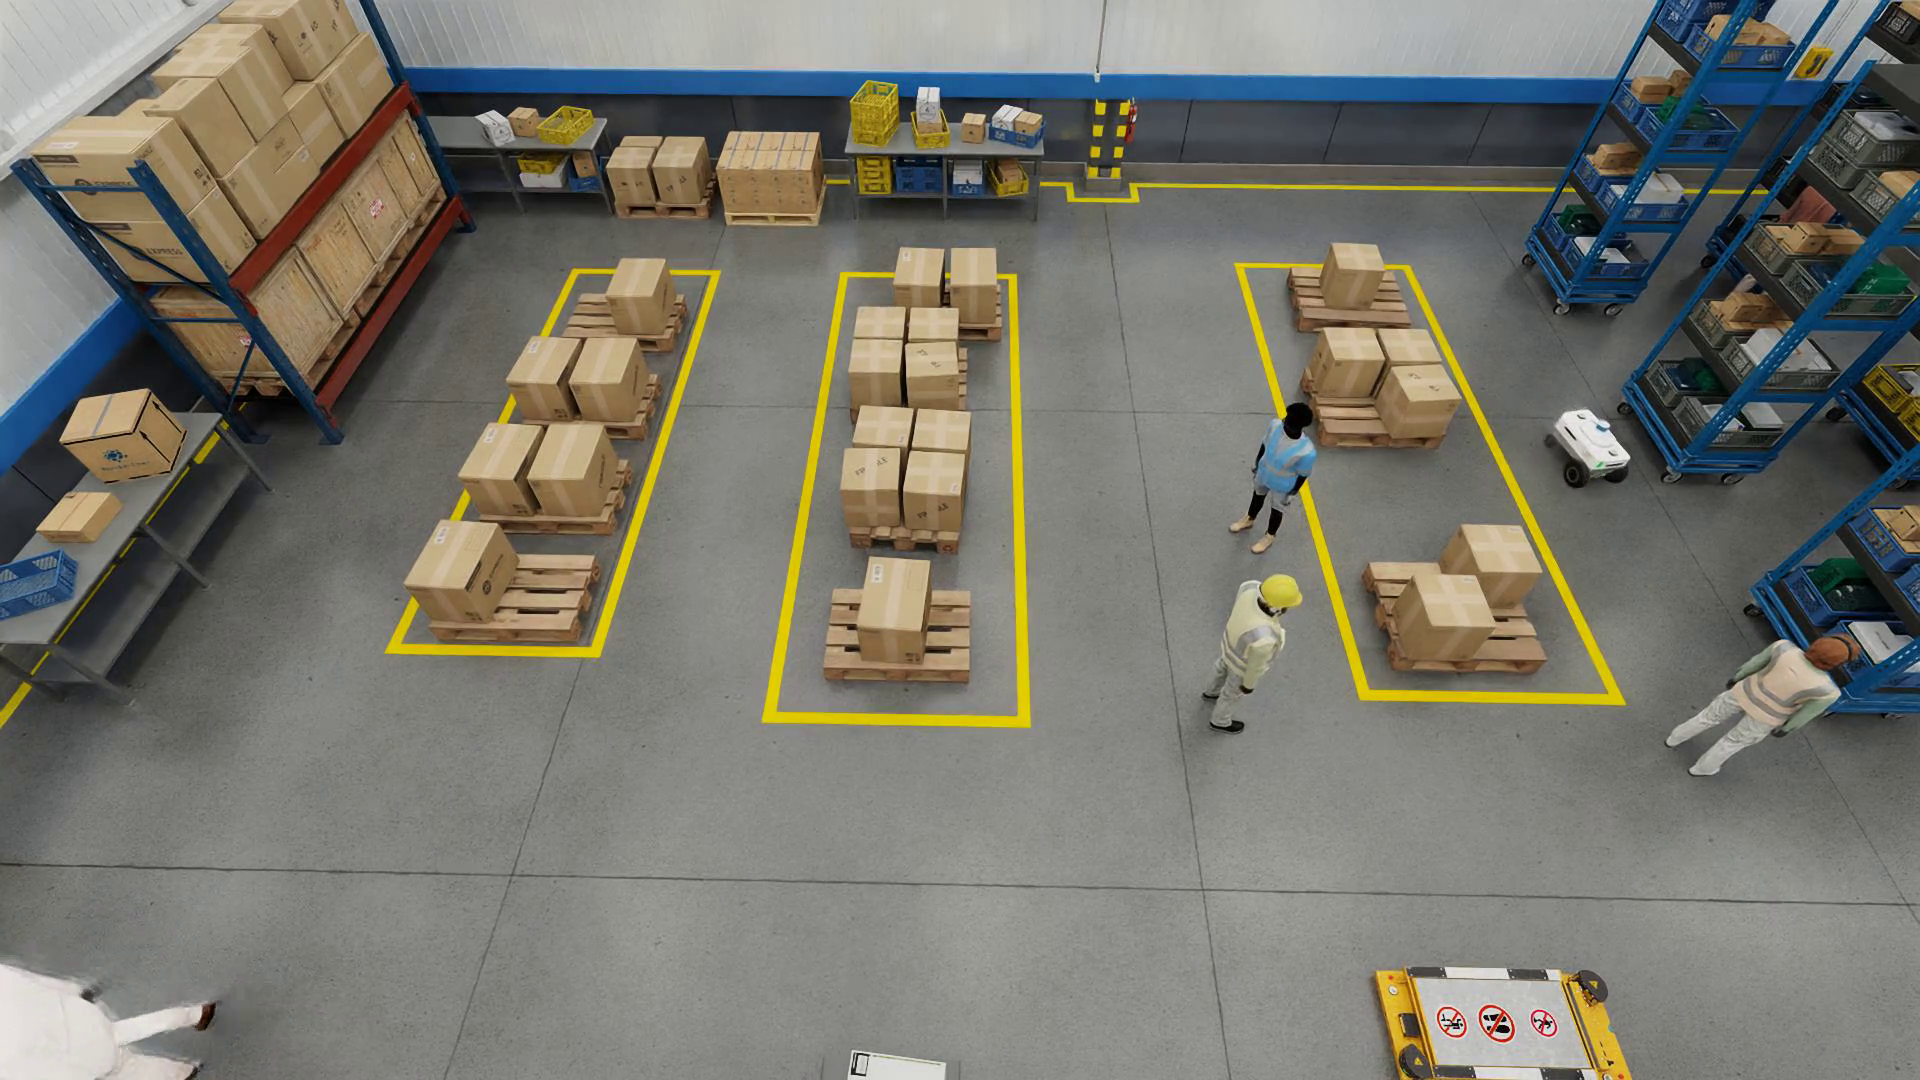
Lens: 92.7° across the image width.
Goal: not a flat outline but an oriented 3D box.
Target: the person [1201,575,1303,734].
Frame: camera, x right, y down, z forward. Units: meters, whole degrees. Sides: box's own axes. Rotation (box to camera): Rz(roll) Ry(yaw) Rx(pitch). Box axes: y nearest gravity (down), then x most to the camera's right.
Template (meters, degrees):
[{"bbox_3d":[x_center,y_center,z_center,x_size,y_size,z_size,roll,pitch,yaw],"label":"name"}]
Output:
[{"bbox_3d":[2.130,0.840,6.791,0.403,1.823,0.580,1,51,1],"label":"person"}]

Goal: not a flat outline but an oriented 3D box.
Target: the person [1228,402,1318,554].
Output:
[{"bbox_3d":[2.755,-0.540,7.994,0.317,1.695,0.540,-24,55,-19],"label":"person"}]

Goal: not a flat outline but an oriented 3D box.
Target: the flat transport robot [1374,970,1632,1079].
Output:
[{"bbox_3d":[3.501,3.133,5.914,1.431,0.197,0.652,1,51,1],"label":"flat transport robot"}]

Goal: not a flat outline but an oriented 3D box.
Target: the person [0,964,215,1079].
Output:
[{"bbox_3d":[-4.977,2.789,5.167,0.559,1.883,0.655,-33,58,-24],"label":"person"}]

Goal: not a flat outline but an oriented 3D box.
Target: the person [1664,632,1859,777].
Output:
[{"bbox_3d":[5.775,1.189,6.628,0.317,1.633,0.516,-12,52,-10],"label":"person"}]

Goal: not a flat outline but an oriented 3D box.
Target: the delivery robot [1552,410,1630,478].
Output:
[{"bbox_3d":[6.210,-0.966,9.015,0.477,0.478,0.707,-7,51,-6],"label":"delivery robot"}]

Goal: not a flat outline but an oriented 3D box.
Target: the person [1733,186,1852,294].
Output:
[{"bbox_3d":[9.083,-3.161,9.953,0.410,1.981,0.625,-19,53,-15],"label":"person"}]
